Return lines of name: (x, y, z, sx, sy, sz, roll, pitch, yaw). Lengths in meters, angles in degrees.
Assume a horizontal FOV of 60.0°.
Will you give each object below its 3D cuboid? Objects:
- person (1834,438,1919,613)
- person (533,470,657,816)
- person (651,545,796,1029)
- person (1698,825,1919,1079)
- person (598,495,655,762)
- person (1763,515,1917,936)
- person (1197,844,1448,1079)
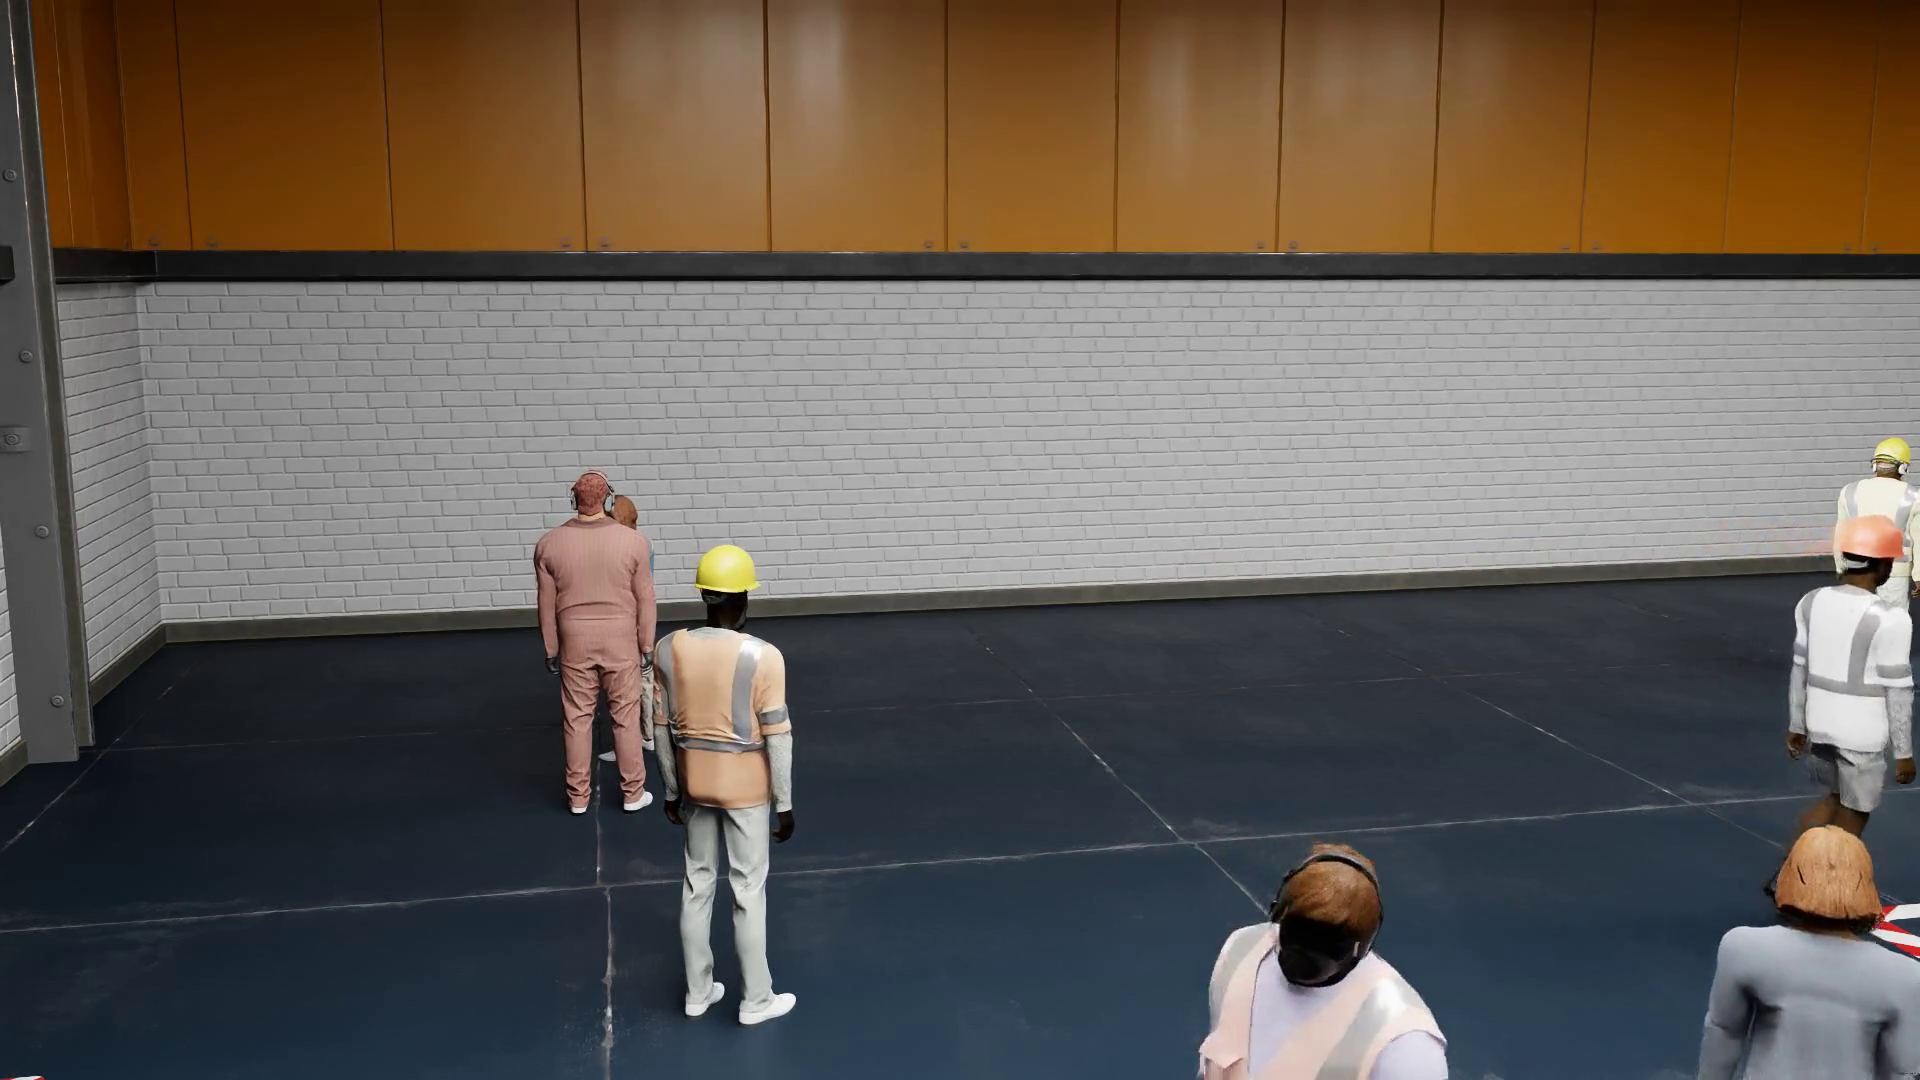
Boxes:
person: (6.451, 0.196, 11.648, 0.403, 1.819, 0.600, -9, 13, -44)
person: (-1.978, 0.569, 9.119, 0.641, 1.909, 0.409, -1, 9, -5)
person: (-0.922, 0.973, 6.590, 0.594, 1.926, 0.366, 4, 10, 21)
person: (2.168, 1.522, 4.282, 0.510, 1.587, 0.889, 5, 10, 27)
person: (-2.041, 0.537, 10.122, 0.315, 1.640, 0.515, 5, 11, 29)
person: (3.961, 0.842, 7.399, 0.426, 1.923, 0.552, -3, 10, -16)
person: (0.727, 1.519, 3.648, 0.434, 1.814, 0.682, -6, 11, -33)
